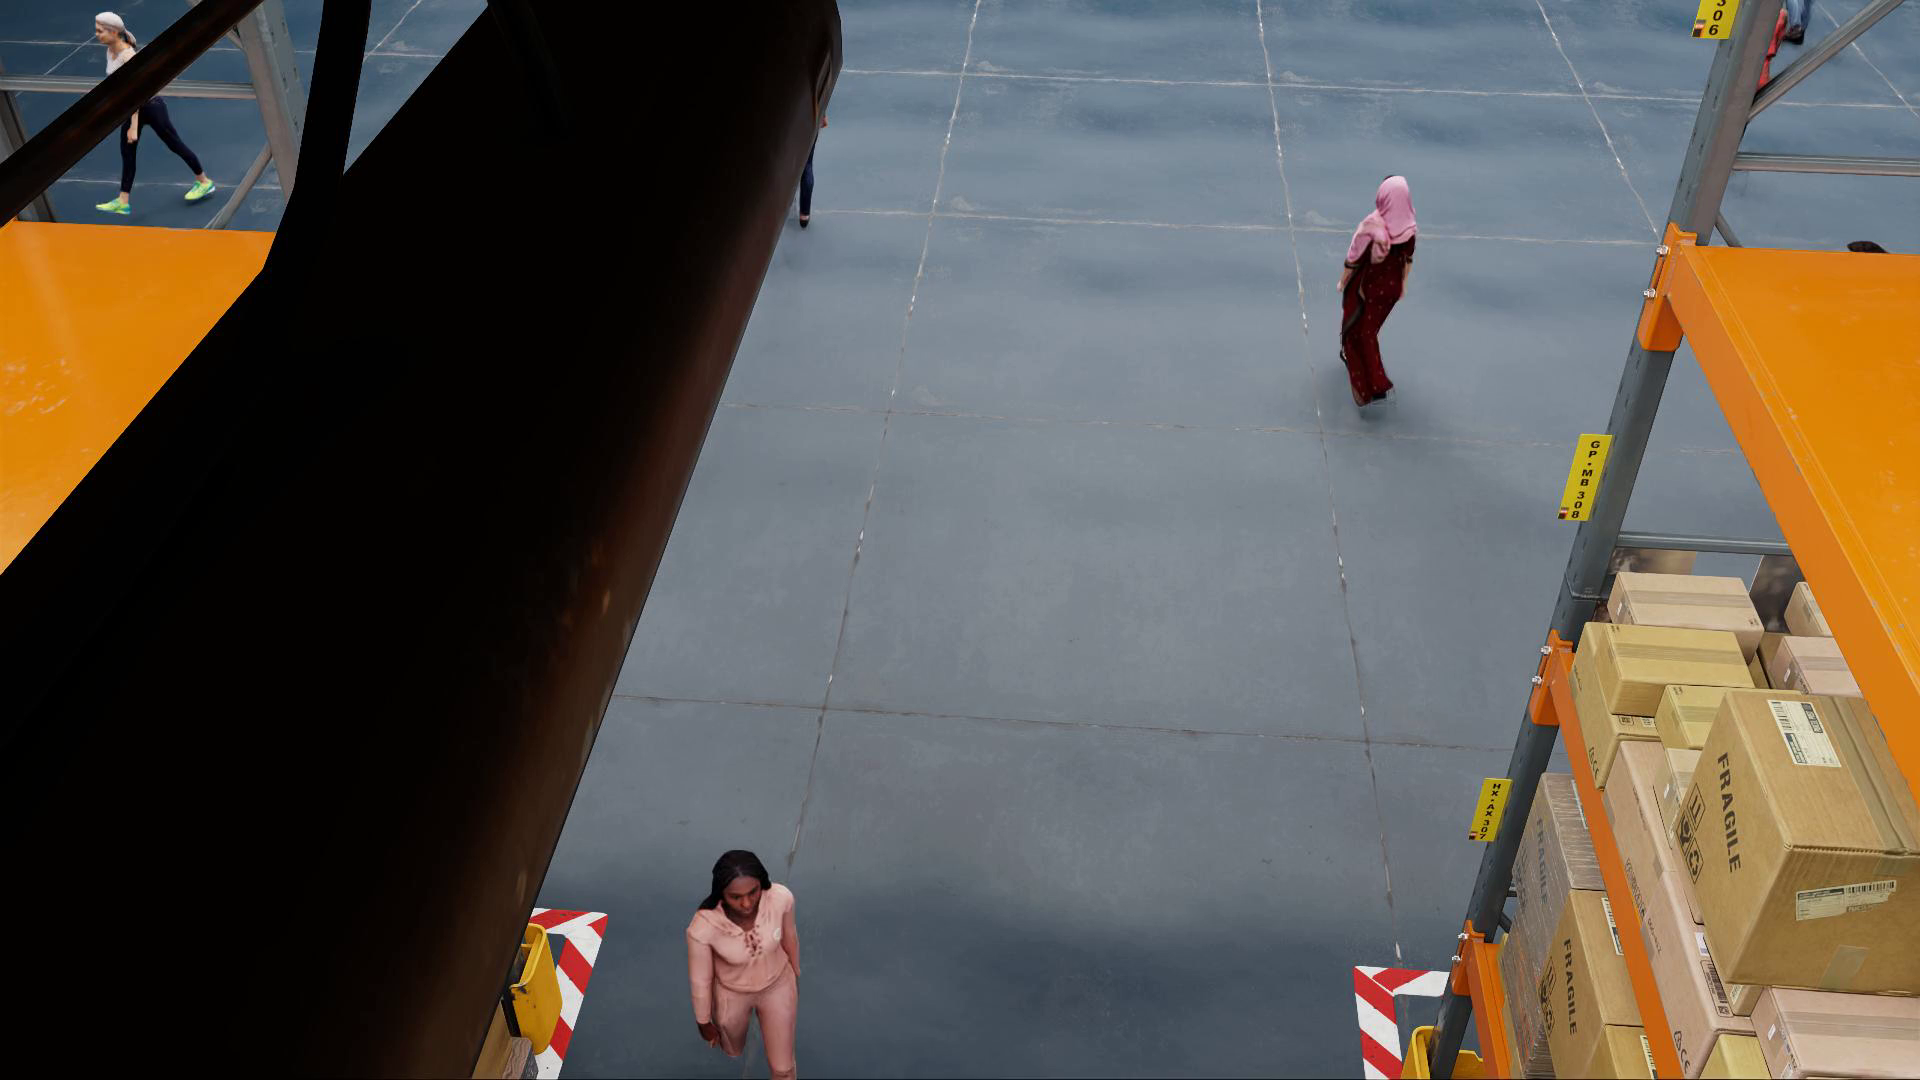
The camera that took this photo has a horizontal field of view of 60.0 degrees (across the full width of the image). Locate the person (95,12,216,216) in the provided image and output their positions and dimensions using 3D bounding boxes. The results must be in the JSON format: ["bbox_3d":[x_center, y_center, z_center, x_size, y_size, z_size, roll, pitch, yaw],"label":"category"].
[{"bbox_3d":[-6.576,-3.491,13.624,1.061,1.646,1.240,27,46,30],"label":"person"}]

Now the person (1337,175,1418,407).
[{"bbox_3d":[2.848,-1.684,11.347,0.884,1.606,1.121,-11,39,-14],"label":"person"}]

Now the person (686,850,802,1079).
[{"bbox_3d":[-0.888,1.804,6.814,0.990,1.697,1.166,-18,41,-21],"label":"person"}]
